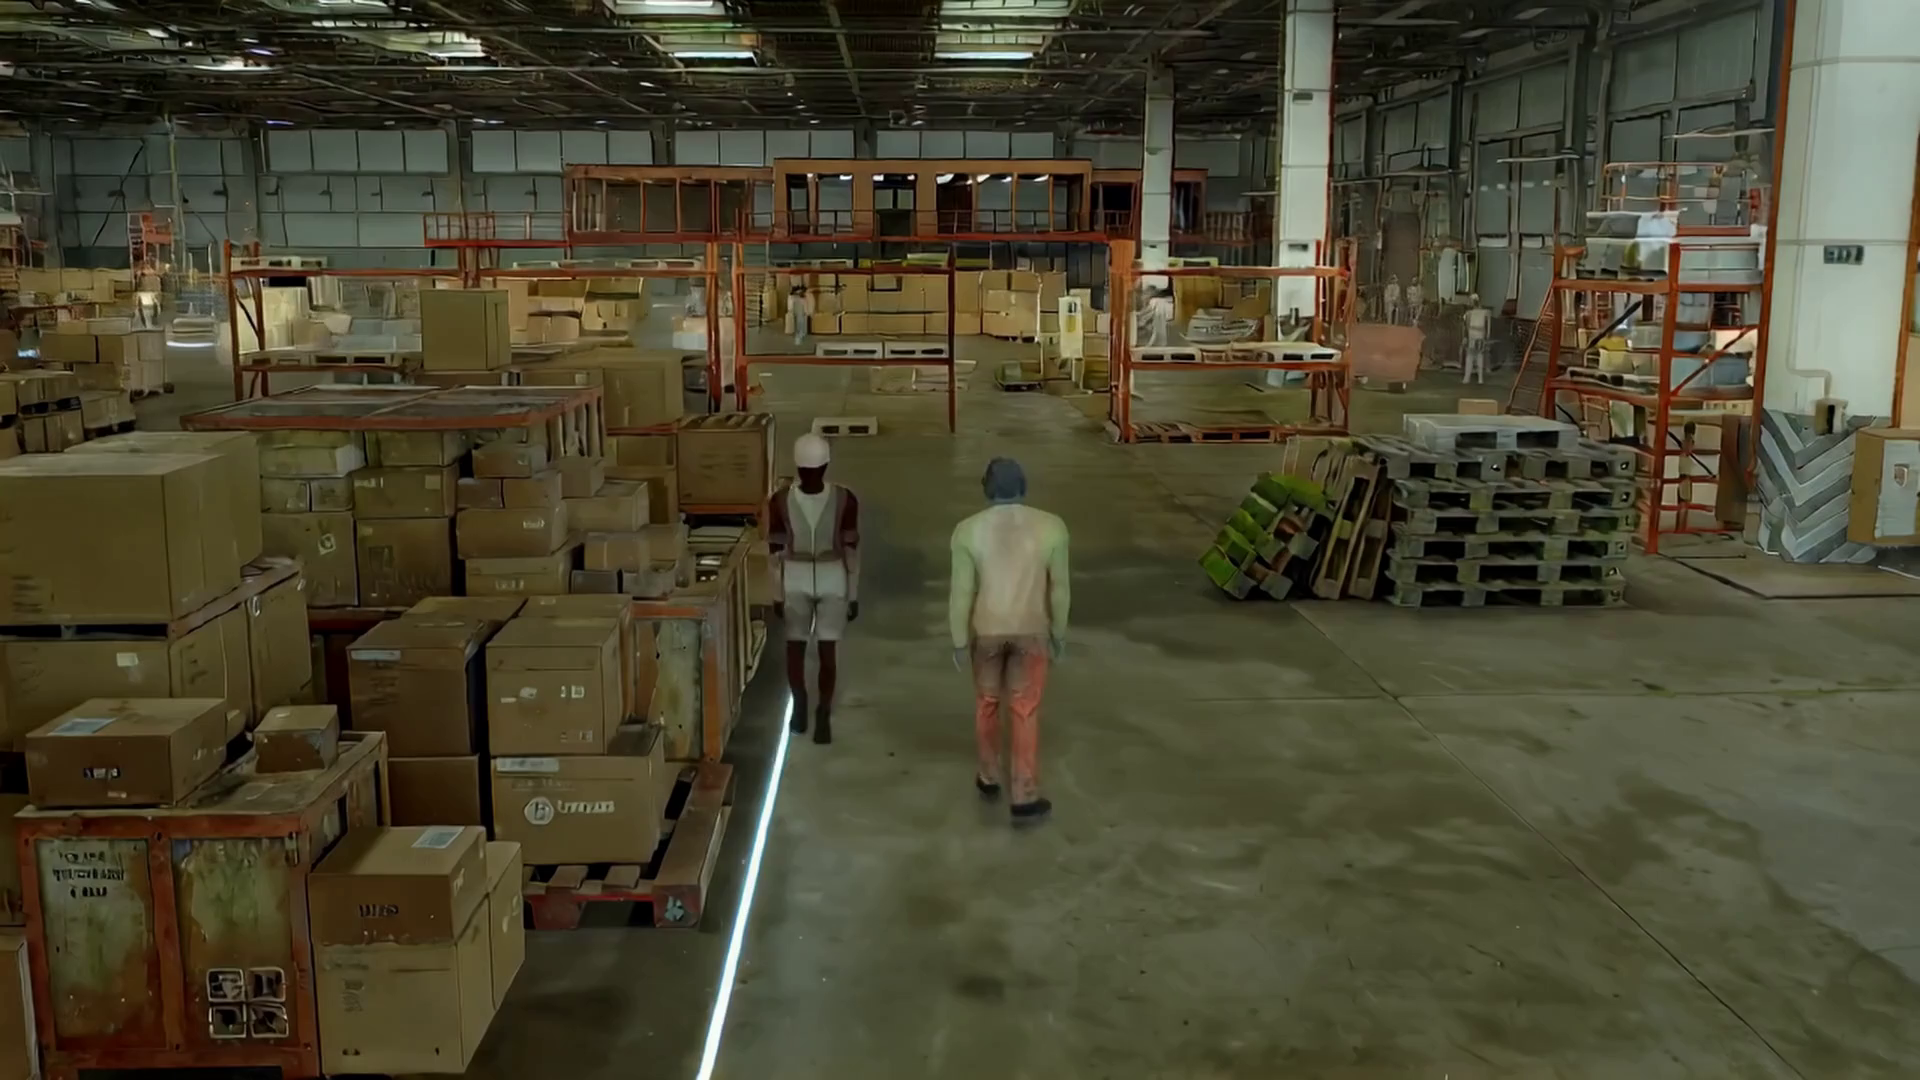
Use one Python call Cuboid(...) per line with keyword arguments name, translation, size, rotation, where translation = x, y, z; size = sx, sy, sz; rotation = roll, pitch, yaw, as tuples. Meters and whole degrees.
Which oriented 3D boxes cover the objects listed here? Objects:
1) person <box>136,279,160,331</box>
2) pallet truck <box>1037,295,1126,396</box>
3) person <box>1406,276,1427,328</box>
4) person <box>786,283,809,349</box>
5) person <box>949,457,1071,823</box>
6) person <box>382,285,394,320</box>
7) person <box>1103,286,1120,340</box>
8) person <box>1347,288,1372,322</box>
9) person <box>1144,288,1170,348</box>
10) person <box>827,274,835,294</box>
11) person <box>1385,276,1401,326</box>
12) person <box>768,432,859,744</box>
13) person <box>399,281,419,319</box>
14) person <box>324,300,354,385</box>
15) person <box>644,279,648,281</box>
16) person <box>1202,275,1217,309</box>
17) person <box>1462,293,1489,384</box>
Cuboid(name="person", translation=(-23.330, -6.512, 47.800), size=(0.617, 1.964, 0.361), rotation=(-7, 13, -36))
Cuboid(name="pallet truck", translation=(2.483, -3.881, 33.060), size=(1.885, 1.965, 0.823), rotation=(-7, 13, -36))
Cuboid(name="person", translation=(14.789, -7.581, 53.906), size=(0.647, 1.918, 0.444), rotation=(5, 11, 25))
Cuboid(name="person", translation=(-4.592, -6.327, 46.992), size=(0.643, 1.882, 1.042), rotation=(-1, 10, -4))
Cuboid(name="person", translation=(0.267, 0.521, 8.864), size=(0.648, 1.901, 0.690), rotation=(1, 10, 4))
Cuboid(name="person", translation=(-16.388, -6.399, 47.623), size=(0.992, 1.815, 0.593), rotation=(-4, 11, -21))
Cuboid(name="person", translation=(4.723, -7.011, 51.360), size=(0.566, 1.692, 0.565), rotation=(6, 12, 31))
Cuboid(name="person", translation=(10.371, -5.631, 43.244), size=(0.621, 1.845, 0.429), rotation=(2, 10, 10))
Cuboid(name="person", translation=(5.296, -5.788, 44.220), size=(0.862, 1.811, 0.627), rotation=(-4, 11, -23))
Cuboid(name="person", translation=(-4.766, -8.796, 60.822), size=(0.581, 1.860, 0.614), rotation=(-2, 10, -10))
Cuboid(name="person", translation=(14.179, -7.686, 54.454), size=(0.589, 1.927, 0.388), rotation=(-4, 11, -21))
Cuboid(name="person", translation=(-0.876, 0.298, 10.024), size=(0.540, 1.920, 0.426), rotation=(-1, 10, -5))
Cuboid(name="person", translation=(-15.388, -6.276, 46.563), size=(0.352, 1.940, 0.551), rotation=(9, 13, 40))
Cuboid(name="person", translation=(-12.472, -3.890, 33.450), size=(0.601, 1.882, 0.974), rotation=(-1, 10, -6))
Cuboid(name="person", translation=(-10.127, -7.500, 53.644), size=(0.506, 1.846, 0.350), rotation=(5, 11, 27))
Cuboid(name="person", translation=(10.715, -10.776, 71.514), size=(0.612, 1.986, 0.407), rotation=(3, 11, 18))
Cuboid(name="person", translation=(11.042, -4.317, 35.658), size=(0.547, 1.938, 0.359), rotation=(1, 10, 5))
